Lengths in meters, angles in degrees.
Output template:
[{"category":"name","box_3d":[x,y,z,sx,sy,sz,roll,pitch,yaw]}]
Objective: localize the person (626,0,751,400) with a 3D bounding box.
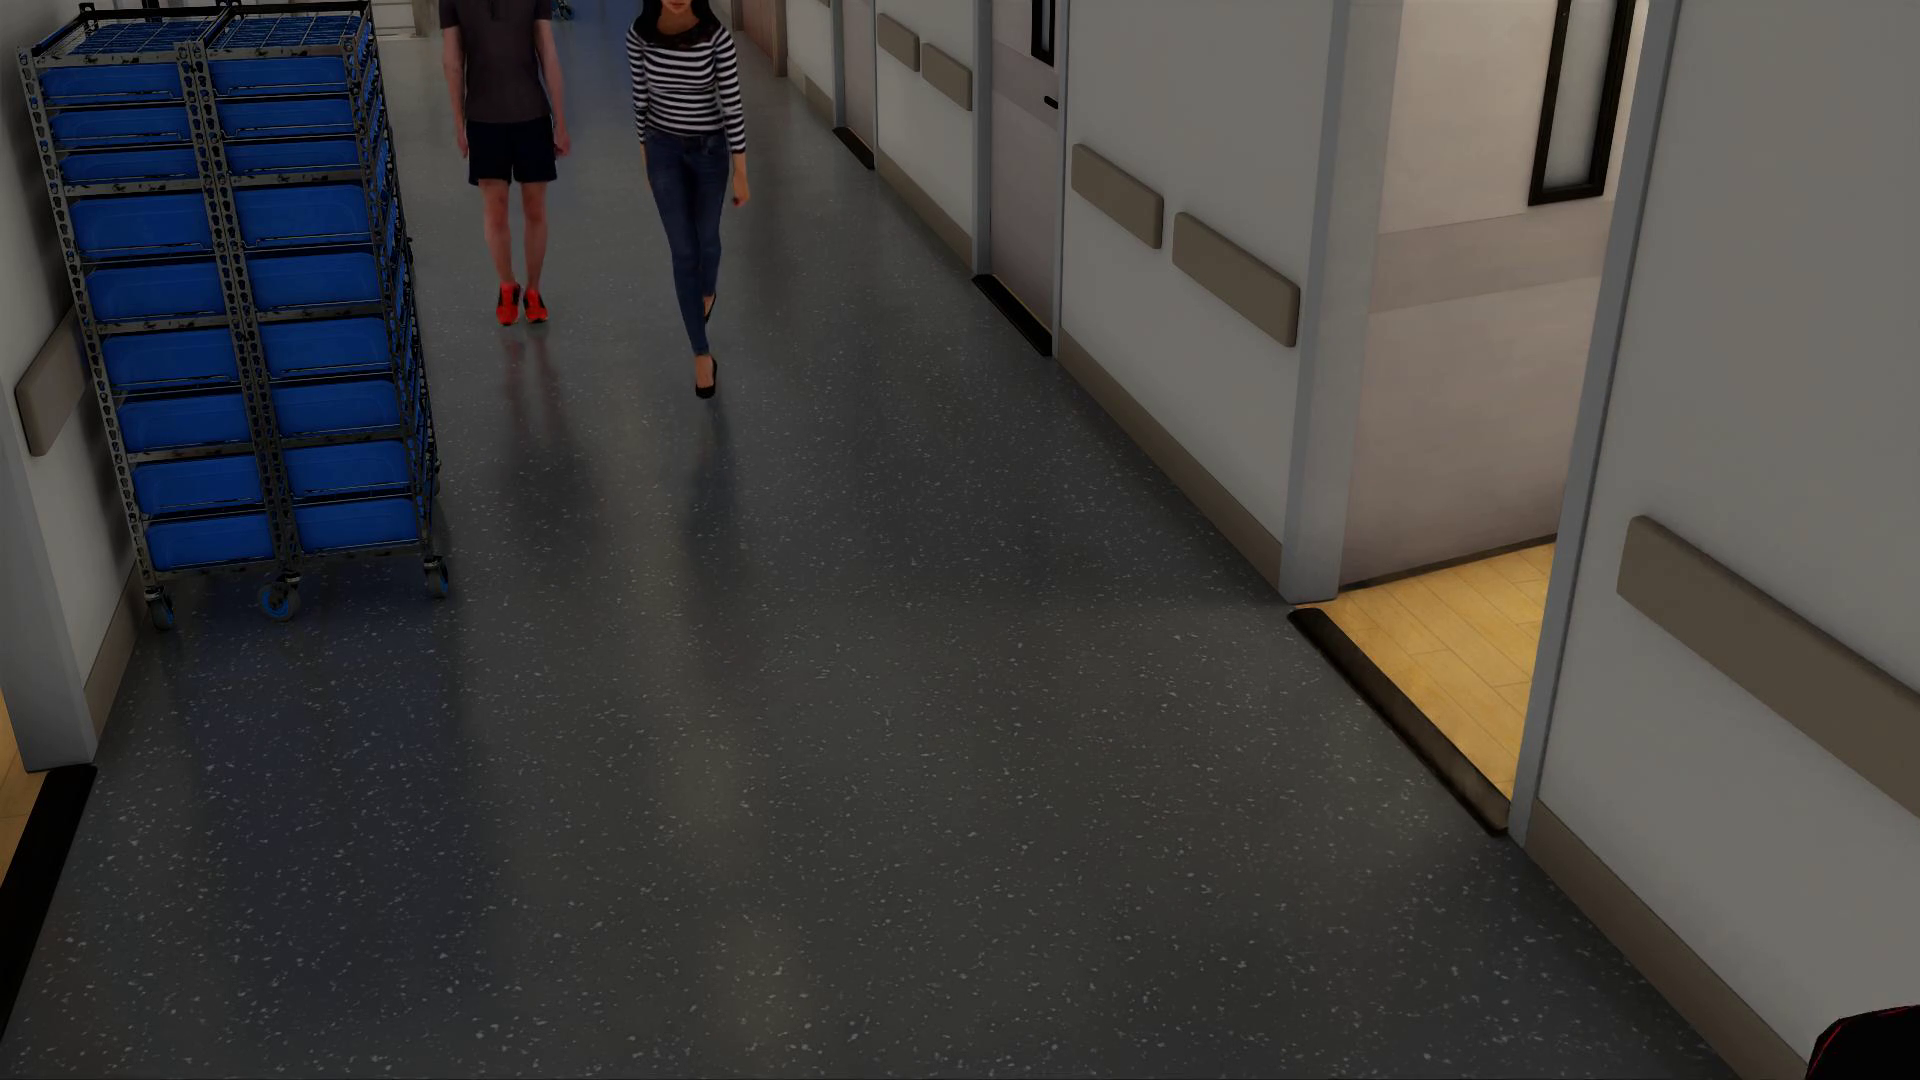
[{"category":"person","box_3d":[-1.103,-1.496,6.778,0.744,1.717,1.261,-1,26,-2]}]

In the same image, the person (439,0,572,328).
[{"category":"person","box_3d":[-2.025,-1.890,7.472,0.661,1.839,0.652,-9,27,-17]}]
